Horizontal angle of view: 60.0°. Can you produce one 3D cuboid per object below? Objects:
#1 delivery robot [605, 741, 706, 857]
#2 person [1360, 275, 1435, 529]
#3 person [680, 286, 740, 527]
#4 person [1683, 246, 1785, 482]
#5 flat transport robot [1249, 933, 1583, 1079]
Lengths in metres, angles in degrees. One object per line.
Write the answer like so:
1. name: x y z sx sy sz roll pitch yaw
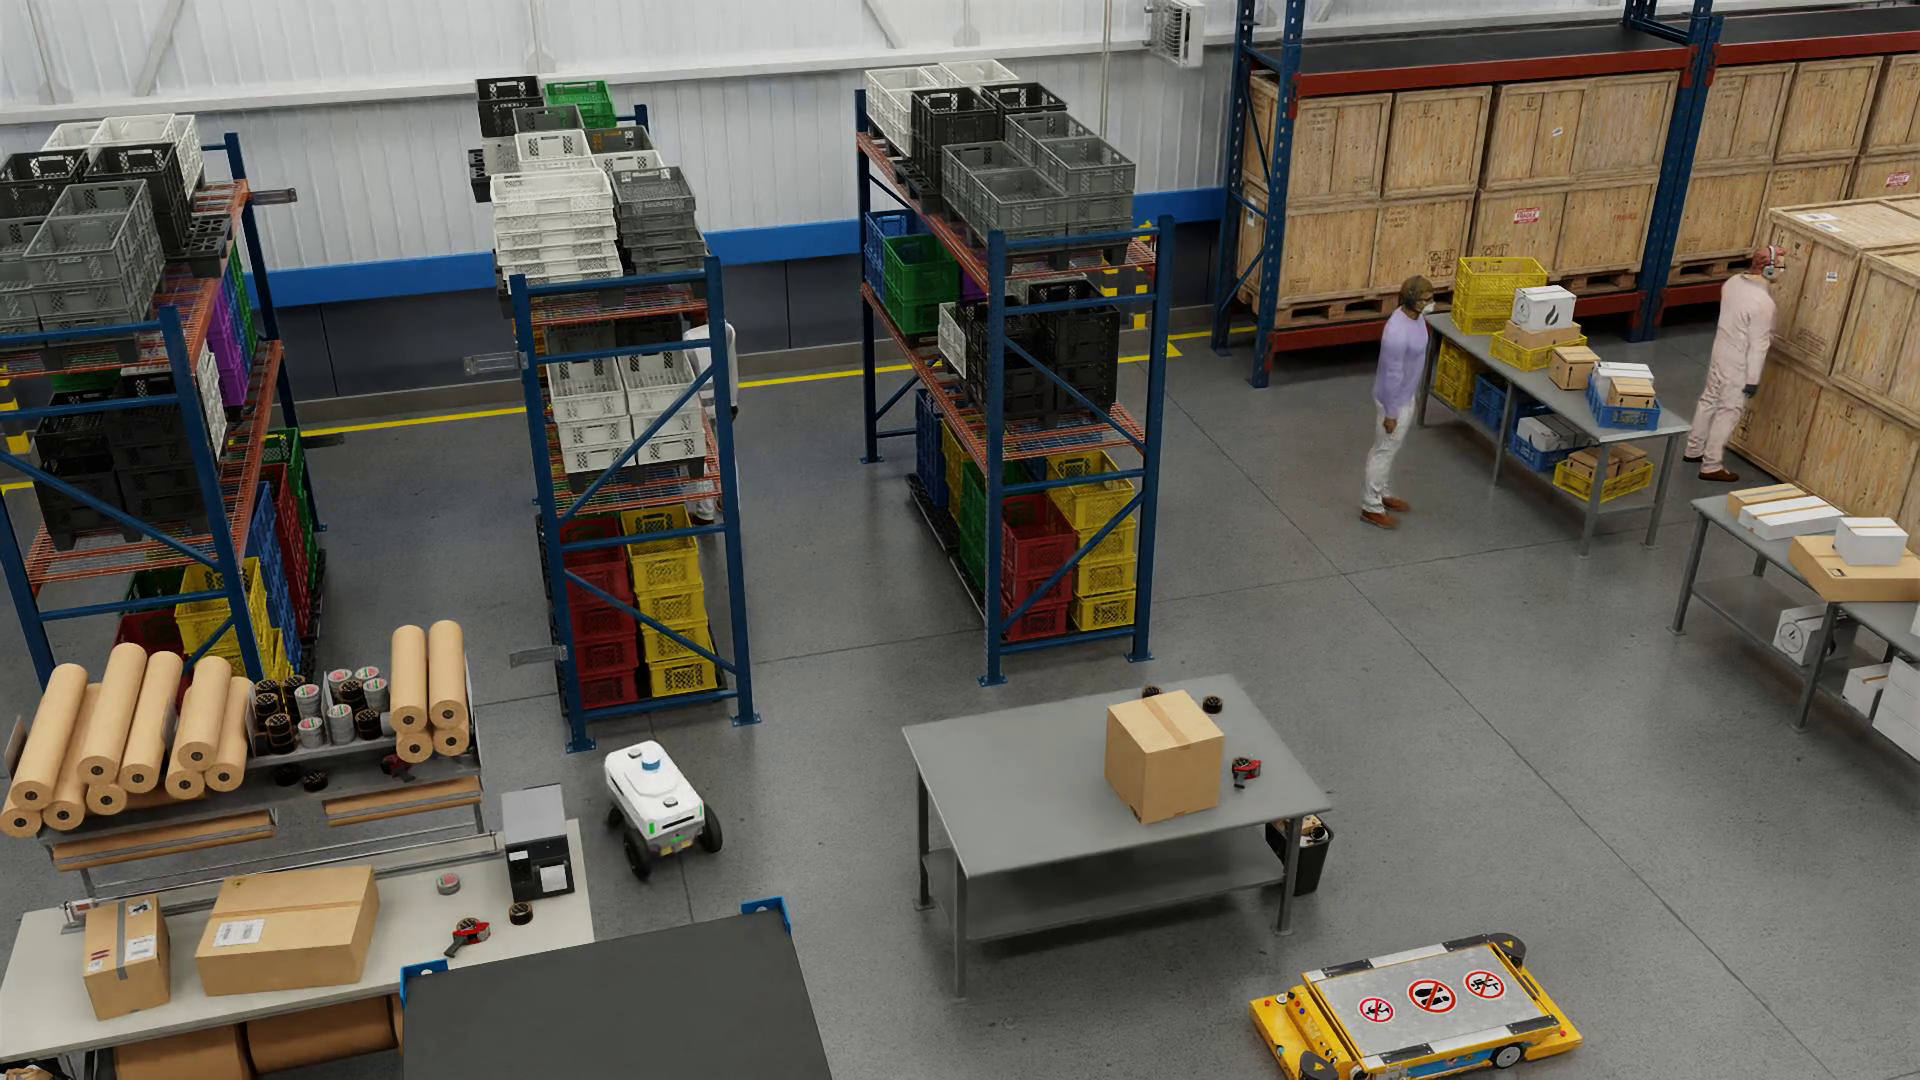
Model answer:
1. delivery robot: -1.693 1.398 9.204 0.477 0.478 0.707 -16 33 -27
2. person: 3.235 -1.040 12.307 0.352 1.937 0.635 12 31 21
3. person: -1.873 -0.964 12.223 0.341 1.883 0.587 26 38 38
4. person: 6.089 -1.383 12.978 0.396 1.899 0.645 -1 29 -1
5. flat transport robot: 2.184 2.282 7.980 1.431 0.197 0.652 -8 30 -14
